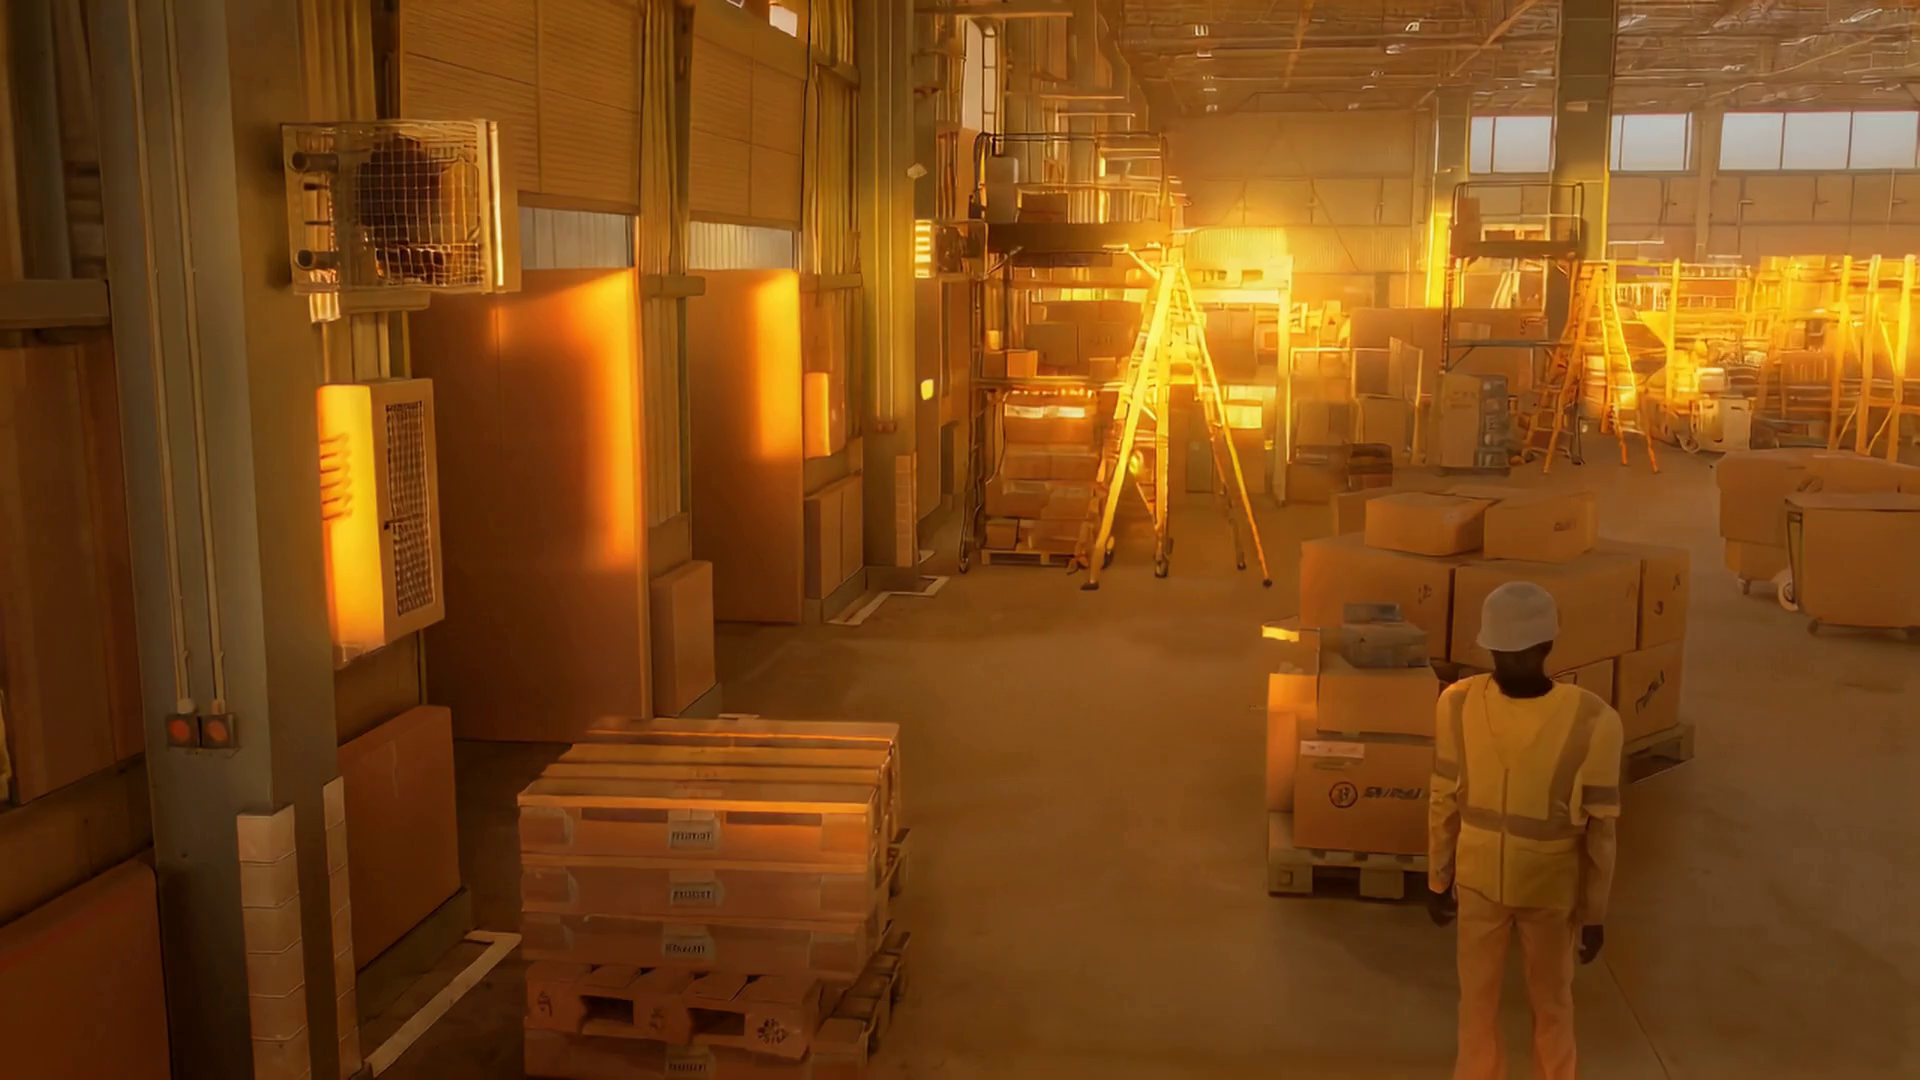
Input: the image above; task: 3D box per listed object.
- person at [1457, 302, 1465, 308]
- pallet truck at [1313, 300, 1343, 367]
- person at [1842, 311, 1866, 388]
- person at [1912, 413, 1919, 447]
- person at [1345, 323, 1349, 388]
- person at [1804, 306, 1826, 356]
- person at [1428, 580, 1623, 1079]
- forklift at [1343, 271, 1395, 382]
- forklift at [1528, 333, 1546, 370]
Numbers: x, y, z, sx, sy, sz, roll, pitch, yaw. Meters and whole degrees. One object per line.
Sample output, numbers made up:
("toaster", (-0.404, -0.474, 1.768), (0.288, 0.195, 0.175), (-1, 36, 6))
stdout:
("person", (14.891, -6.142, 49.639), (0.635, 1.916, 0.855), (-2, 9, -12))
("pallet truck", (11.159, -6.200, 49.718), (0.823, 1.965, 1.885), (4, 10, 26))
("person", (20.456, -4.259, 37.980), (0.641, 1.920, 0.685), (3, 10, 19))
("person", (15.621, -2.345, 26.765), (0.338, 1.738, 0.486), (9, 13, 43))
("person", (9.480, -4.568, 39.871), (0.542, 1.929, 0.373), (-6, 11, -34))
("person", (22.955, -5.322, 44.659), (0.552, 1.897, 0.979), (1, 9, 7))
("person", (1.720, 1.064, 5.171), (0.587, 1.918, 0.398), (7, 12, 38))
("forklift", (10.651, -5.394, 42.034), (1.873, 2.768, 1.129), (1, 9, 9))
("forklift", (16.905, -6.052, 46.094), (1.873, 2.768, 1.129), (-3, 10, -19))
